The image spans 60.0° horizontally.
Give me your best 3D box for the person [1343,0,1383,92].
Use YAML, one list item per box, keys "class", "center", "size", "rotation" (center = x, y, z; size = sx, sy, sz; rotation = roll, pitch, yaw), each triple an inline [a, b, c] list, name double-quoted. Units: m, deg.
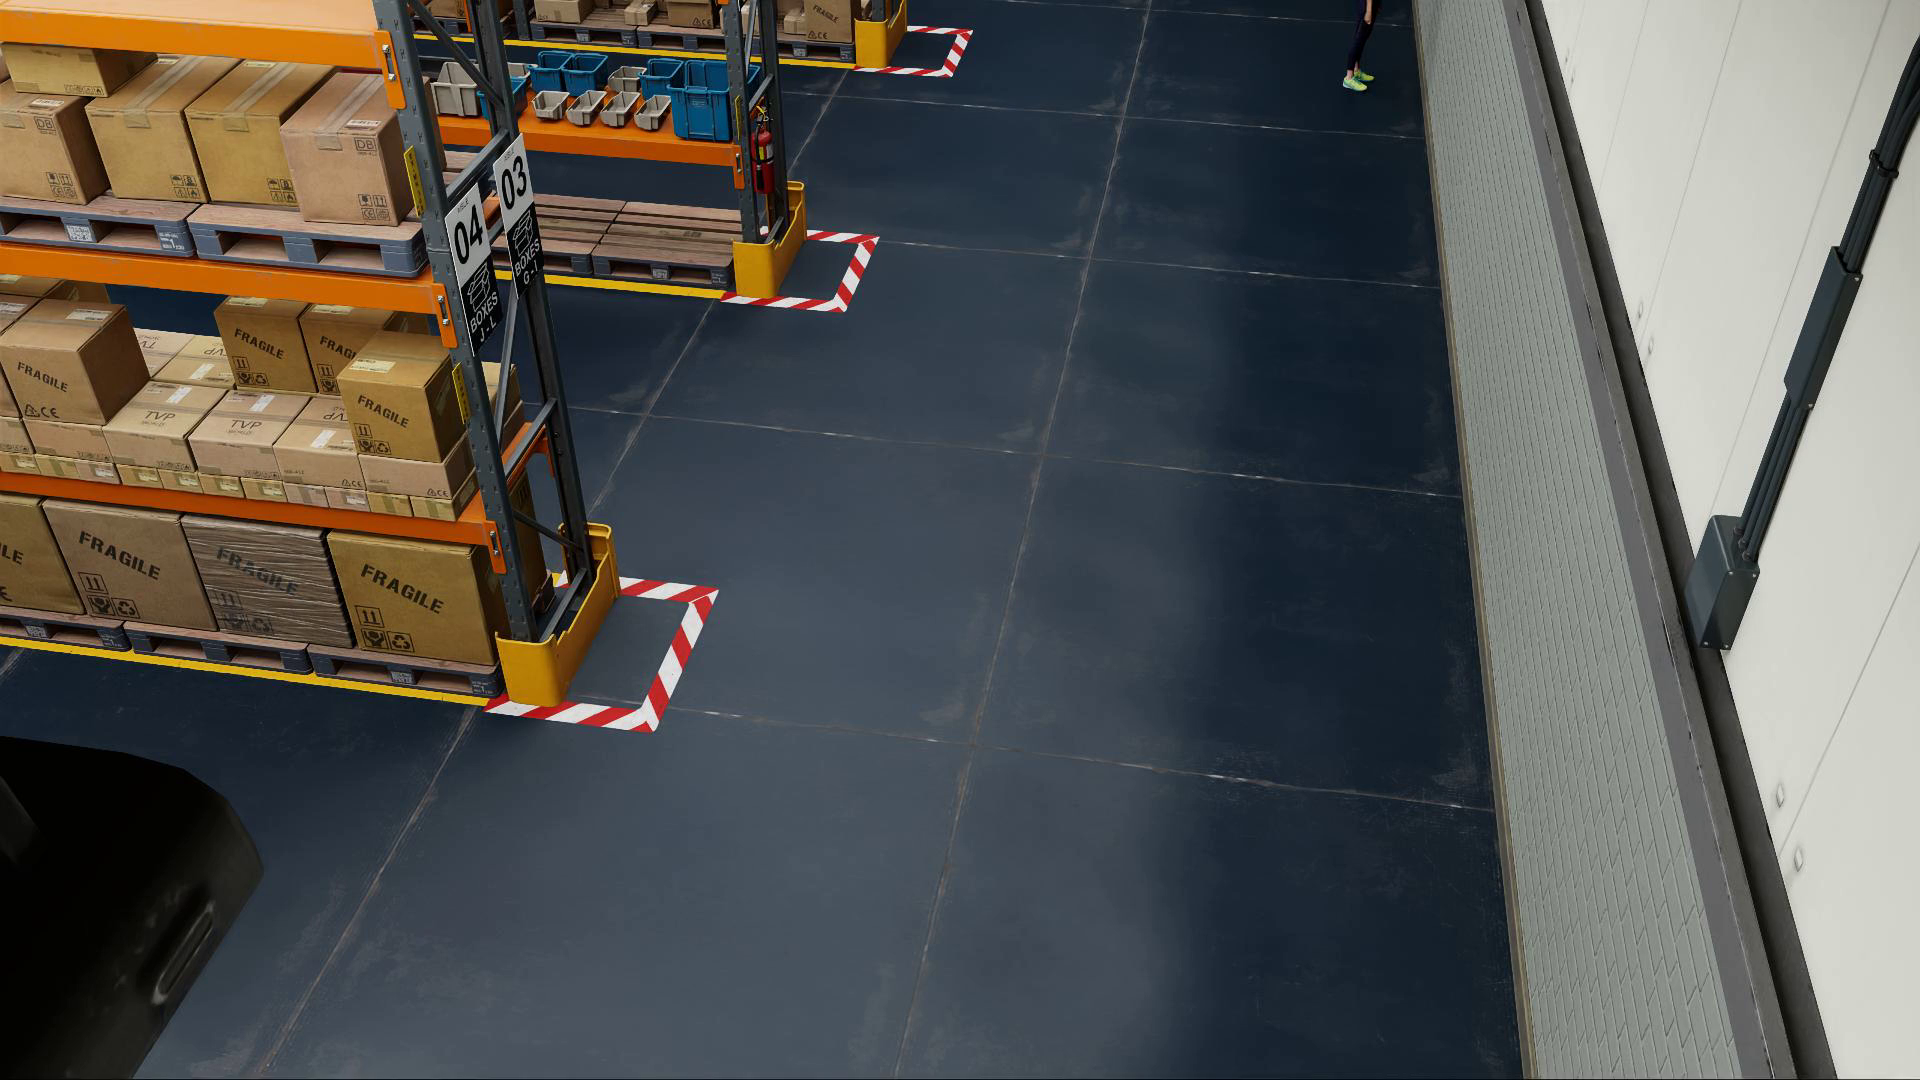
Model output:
- class: "person"
  center: [4.155, -5.450, 16.861]
  size: [0.625, 1.700, 0.662]
  rotation: [17, 41, 20]
